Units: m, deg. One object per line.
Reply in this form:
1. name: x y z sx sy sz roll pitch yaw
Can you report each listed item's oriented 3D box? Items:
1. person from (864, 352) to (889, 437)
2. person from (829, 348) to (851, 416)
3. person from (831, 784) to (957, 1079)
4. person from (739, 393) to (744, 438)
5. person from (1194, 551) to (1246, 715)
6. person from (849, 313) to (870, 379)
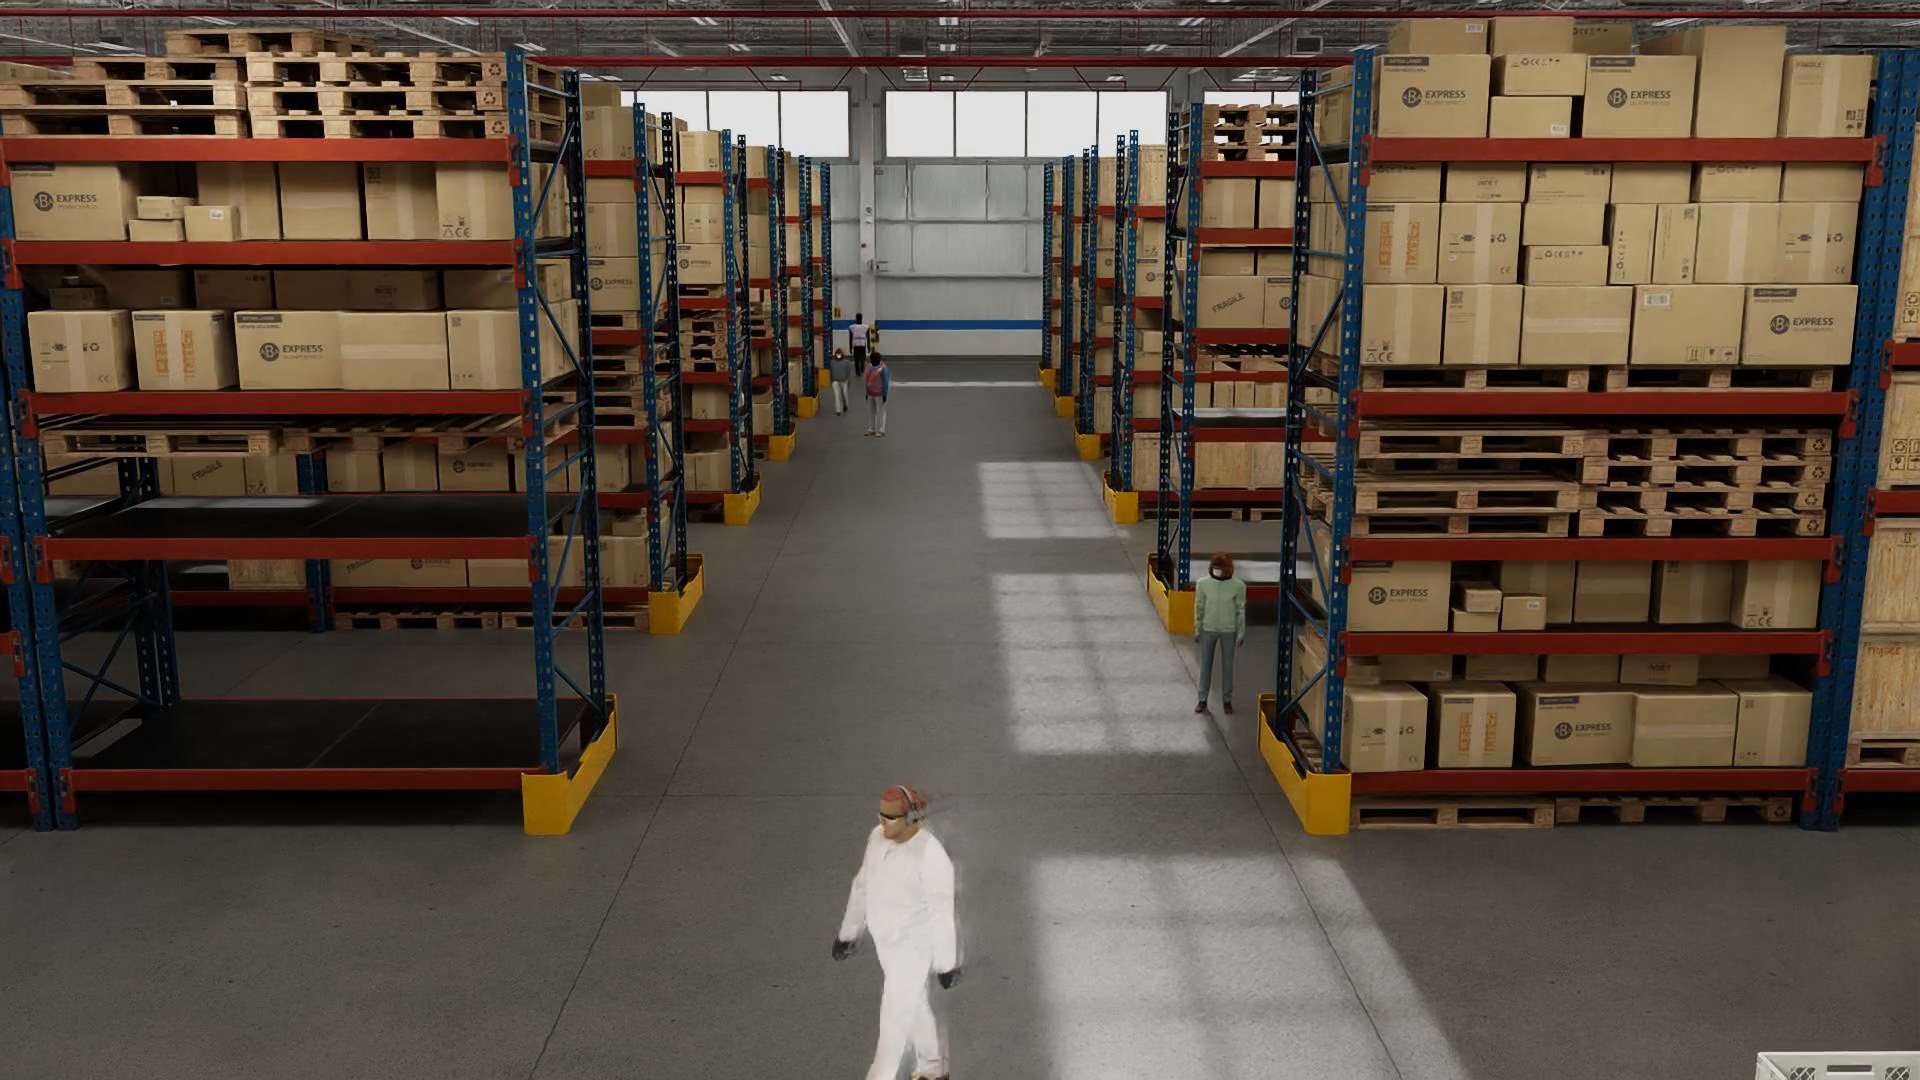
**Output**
1. person: -1.811 -3.137 35.832 0.621 1.845 0.430 11 16 43
2. person: -2.848 -3.755 39.462 0.502 1.618 0.475 0 11 0
3. person: -0.430 2.248 9.071 0.923 1.869 0.655 -8 14 -33
4. person: -4.130 -2.002 29.728 0.605 2.036 0.383 5 12 22
5. person: 2.547 0.906 16.315 0.501 1.631 0.287 3 12 12
6. person: -2.885 -5.575 47.799 0.599 1.897 0.770 0 11 0
